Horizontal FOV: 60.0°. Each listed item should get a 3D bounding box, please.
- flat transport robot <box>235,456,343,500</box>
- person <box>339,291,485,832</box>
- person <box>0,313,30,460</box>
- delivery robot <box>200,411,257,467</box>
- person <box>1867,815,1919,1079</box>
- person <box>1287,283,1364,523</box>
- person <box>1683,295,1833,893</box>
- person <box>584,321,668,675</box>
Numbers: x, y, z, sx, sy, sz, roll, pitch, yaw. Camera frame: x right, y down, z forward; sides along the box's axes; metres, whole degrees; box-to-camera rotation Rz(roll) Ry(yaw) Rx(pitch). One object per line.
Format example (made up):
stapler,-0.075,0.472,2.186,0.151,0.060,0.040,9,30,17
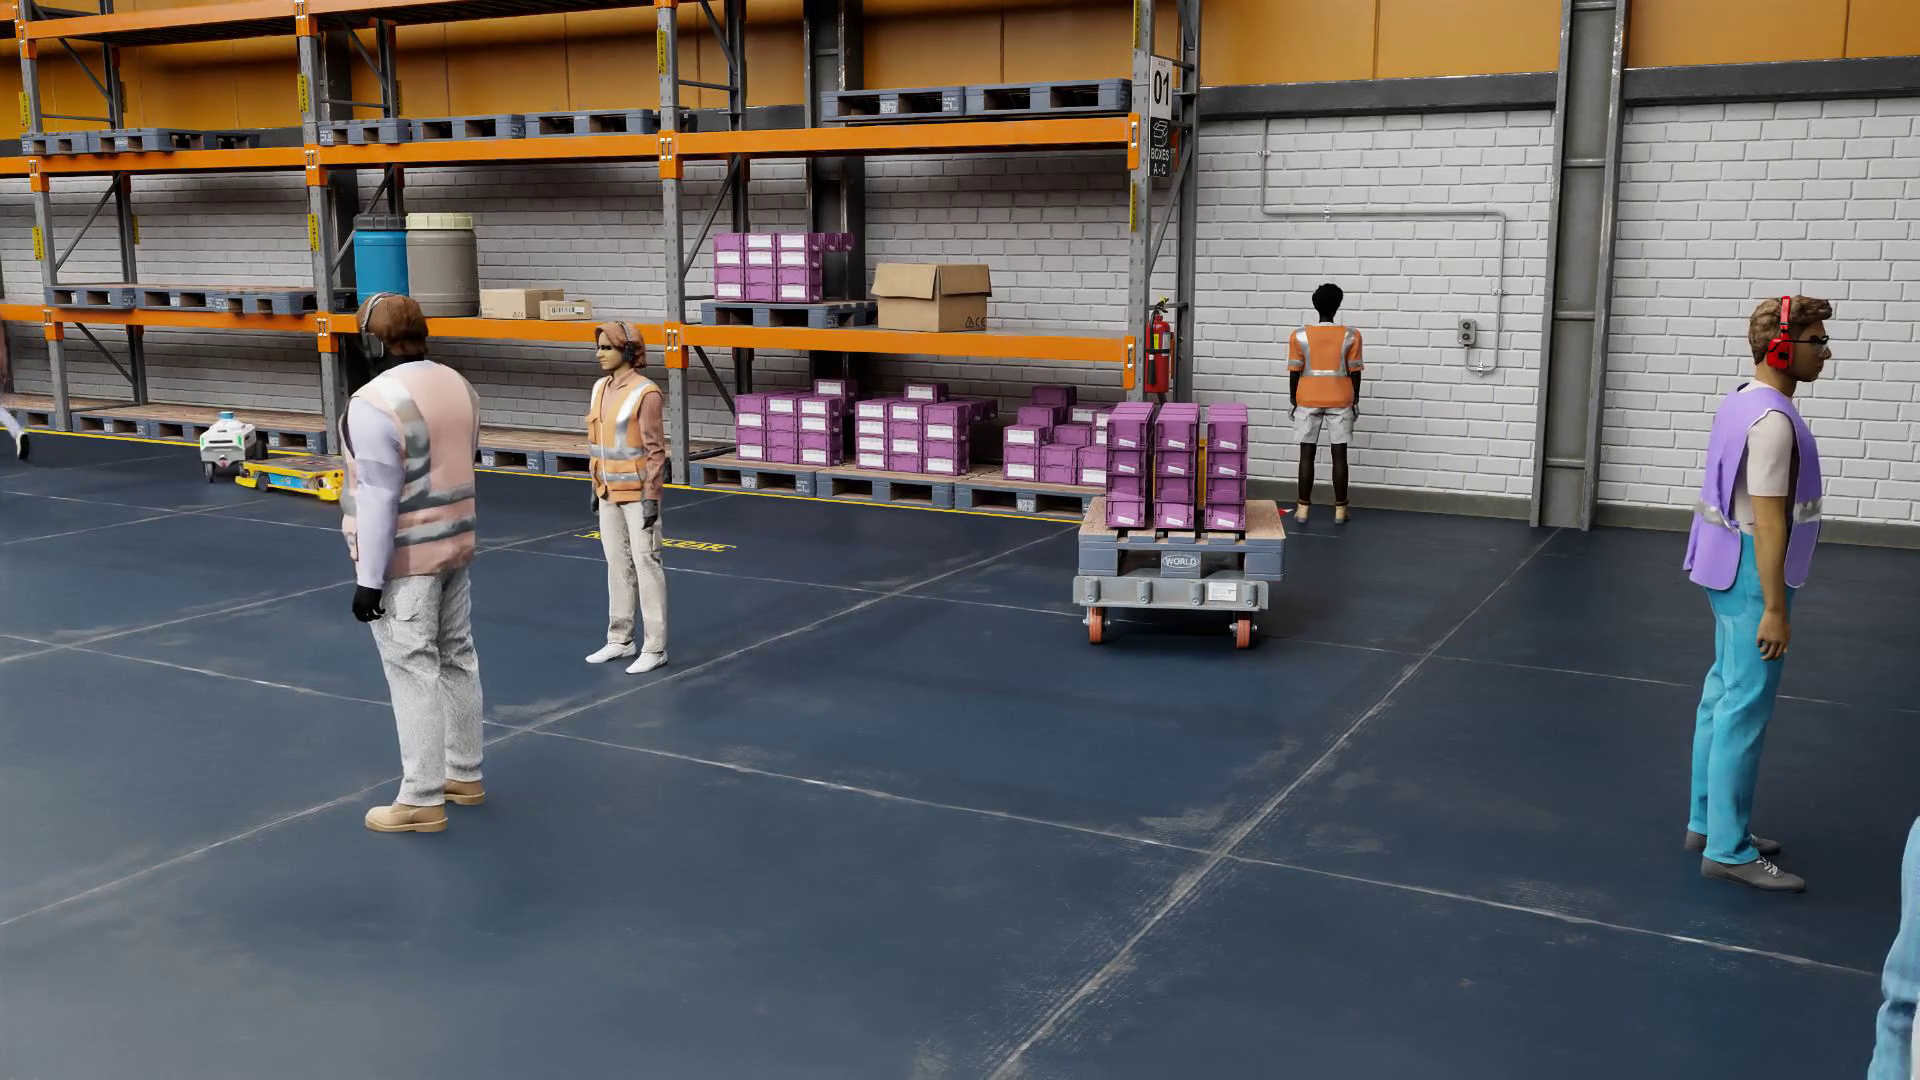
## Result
flat transport robot,-5.087,-0.513,13.239,1.431,0.197,0.652,8,13,37
person,-1.883,0.078,5.701,0.430,1.840,0.626,3,11,15
person,-8.598,-1.503,14.629,0.642,1.747,0.531,5,12,26
delivery robot,-6.148,-0.838,13.983,0.477,0.478,0.707,-2,11,-14
person,1.355,0.853,1.997,0.513,1.640,0.311,3,11,16
person,2.580,-0.960,11.779,0.532,1.697,0.319,2,11,11
person,2.492,0.159,5.237,0.387,1.846,0.566,3,11,15
person,-1.556,-0.200,7.772,0.520,1.640,0.307,10,14,43
